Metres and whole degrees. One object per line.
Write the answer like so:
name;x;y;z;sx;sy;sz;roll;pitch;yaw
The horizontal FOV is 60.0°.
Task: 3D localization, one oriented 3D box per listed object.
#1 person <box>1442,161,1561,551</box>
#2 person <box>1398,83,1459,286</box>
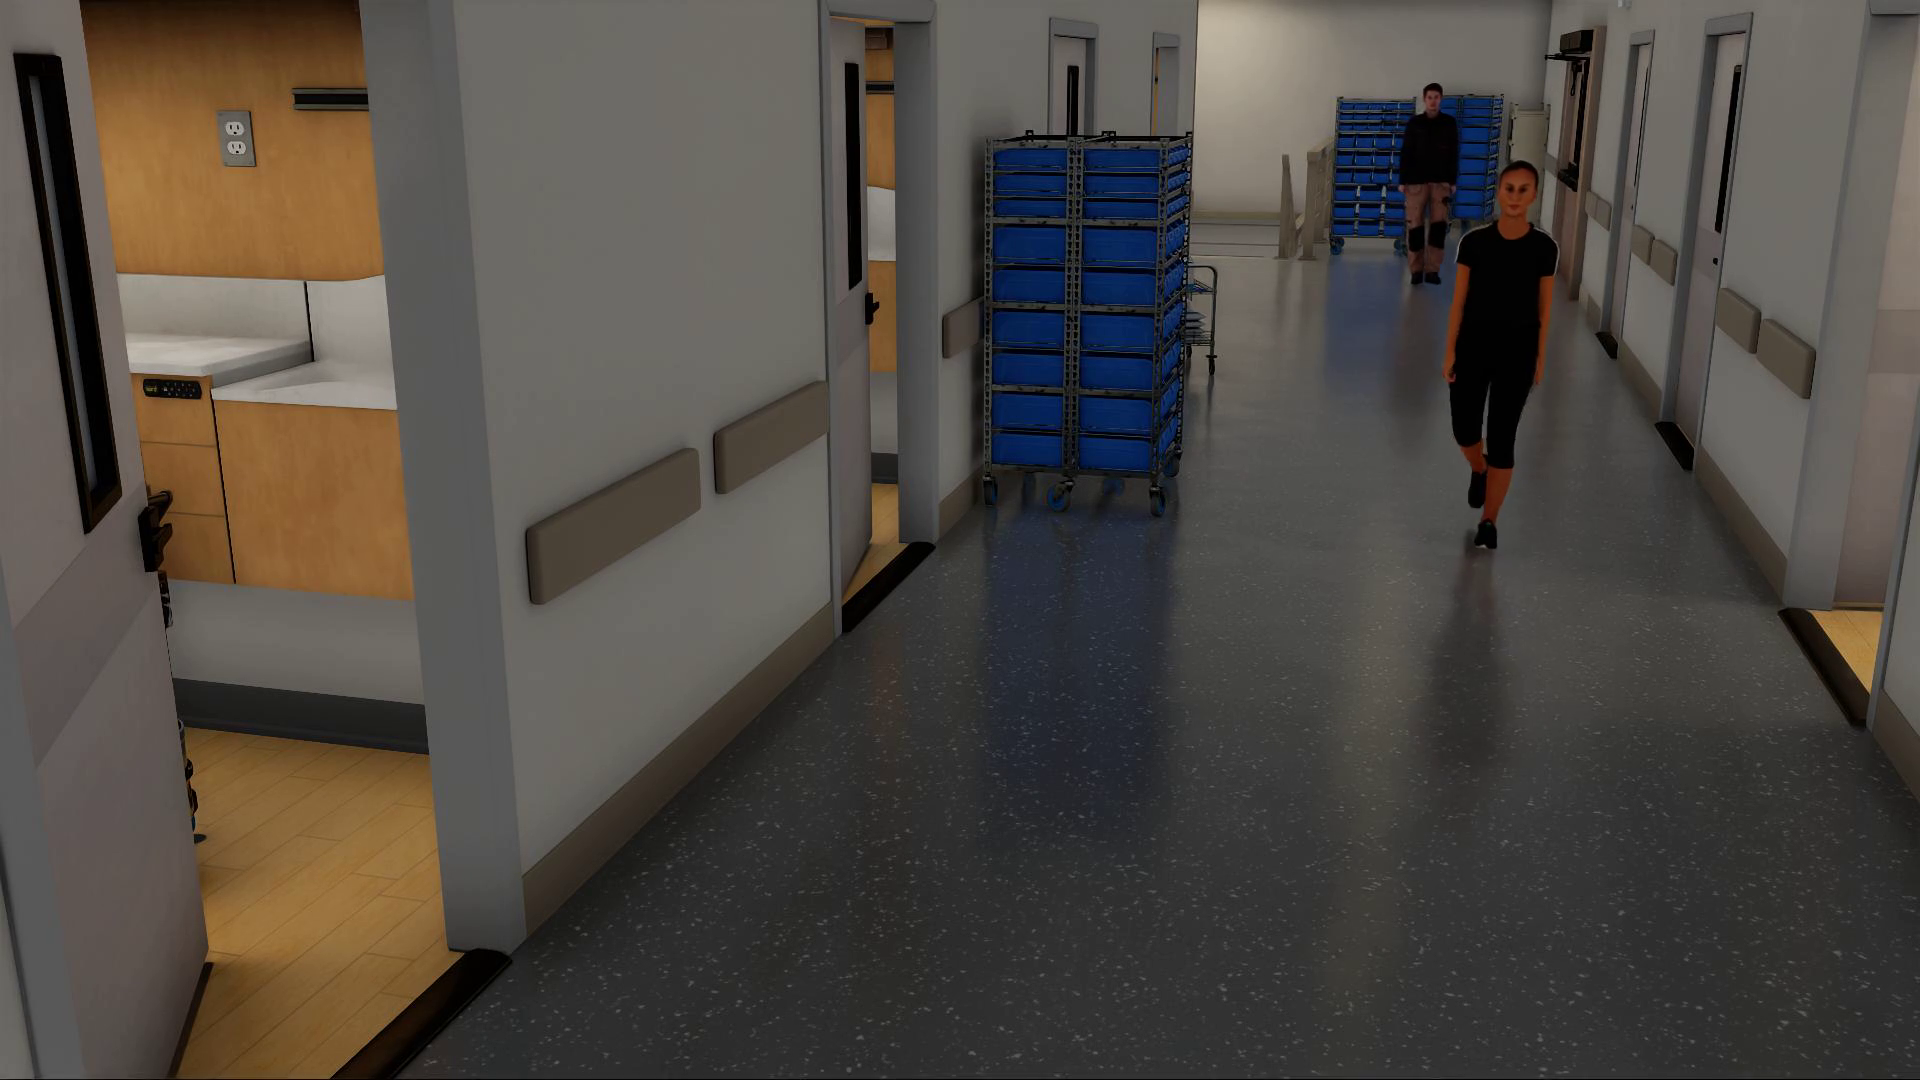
person;2.361;-0.819;7.339;0.705;1.645;1.020;7;17;24
person;4.531;-3.433;16.125;0.760;1.908;0.821;3;16;9
